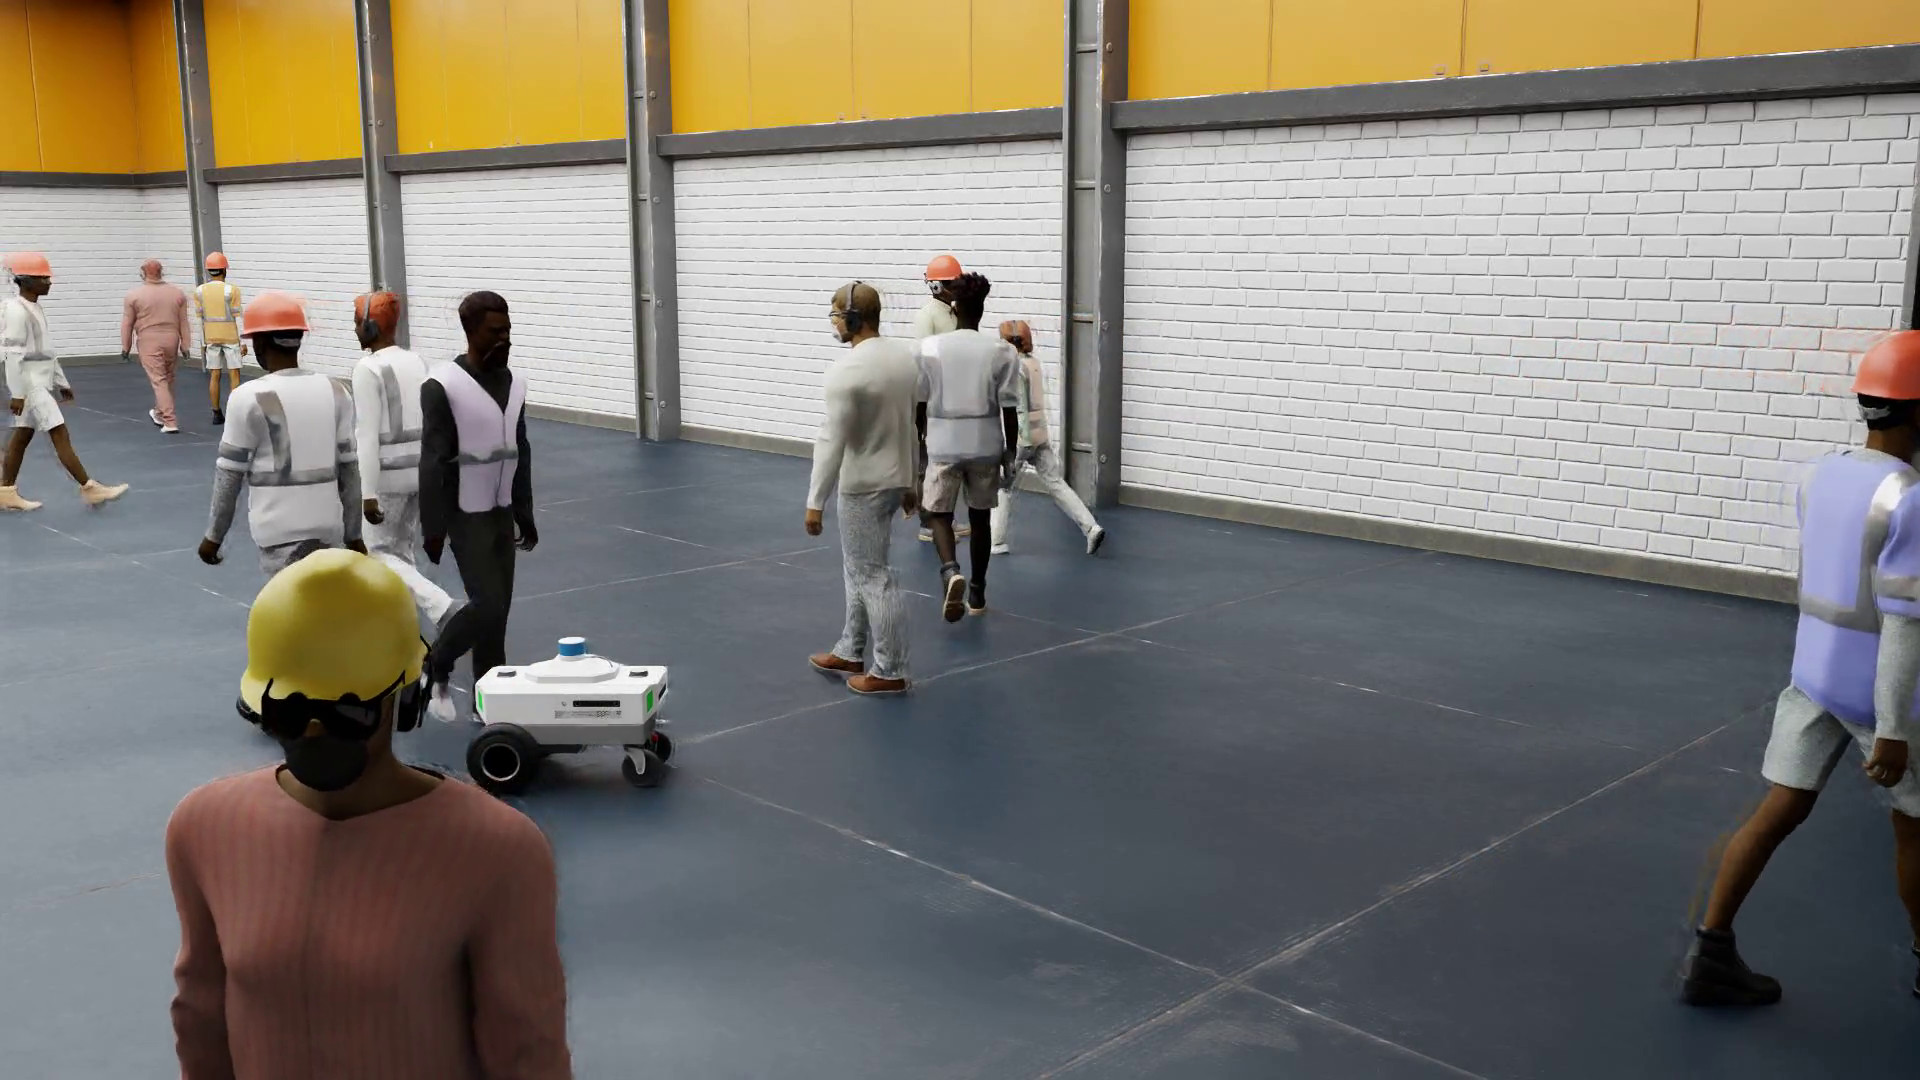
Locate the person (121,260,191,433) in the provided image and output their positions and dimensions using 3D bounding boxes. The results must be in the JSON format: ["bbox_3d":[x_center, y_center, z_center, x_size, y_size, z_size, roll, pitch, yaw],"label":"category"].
[{"bbox_3d":[-8.794,-2.111,18.131,0.982,1.856,0.651,9,14,40],"label":"person"}]

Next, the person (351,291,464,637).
[{"bbox_3d":[-2.731,-0.289,8.189,0.584,1.865,0.591,2,11,13],"label":"person"}]

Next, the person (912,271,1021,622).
[{"bbox_3d":[0.024,-0.499,9.132,0.628,1.943,0.724,-1,10,-3],"label":"person"}]

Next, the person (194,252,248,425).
[{"bbox_3d":[-8.310,-2.265,18.764,0.543,1.943,0.348,0,10,2],"label":"person"}]

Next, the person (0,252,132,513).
[{"bbox_3d":[-6.971,-1.201,12.794,1.044,1.991,0.624,-4,11,-19],"label":"person"}]

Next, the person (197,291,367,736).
[{"bbox_3d":[-2.816,-0.057,6.826,0.847,1.901,0.547,5,11,25],"label":"person"}]

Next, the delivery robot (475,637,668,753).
[{"bbox_3d":[-1.514,0.626,6.531,0.707,0.478,0.477,0,10,-1],"label":"delivery robot"}]

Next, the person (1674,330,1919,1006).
[{"bbox_3d":[2.451,0.376,4.525,0.977,1.890,0.558,-2,11,-9],"label":"person"}]

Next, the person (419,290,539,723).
[{"bbox_3d":[-2.062,-0.111,7.118,0.472,1.907,0.595,3,11,18],"label":"person"}]

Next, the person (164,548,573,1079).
[{"bbox_3d":[-0.768,0.882,2.093,0.553,1.747,0.593,1,10,3],"label":"person"}]

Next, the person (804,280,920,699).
[{"bbox_3d":[-0.542,-0.226,7.686,0.721,1.921,0.661,5,12,26],"label":"person"}]

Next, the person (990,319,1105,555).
[{"bbox_3d":[0.534,-0.656,11.003,0.864,1.604,0.526,4,11,22],"label":"person"}]

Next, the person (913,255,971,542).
[{"bbox_3d":[-0.122,-0.989,11.660,0.376,1.995,0.608,3,11,18],"label":"person"}]
